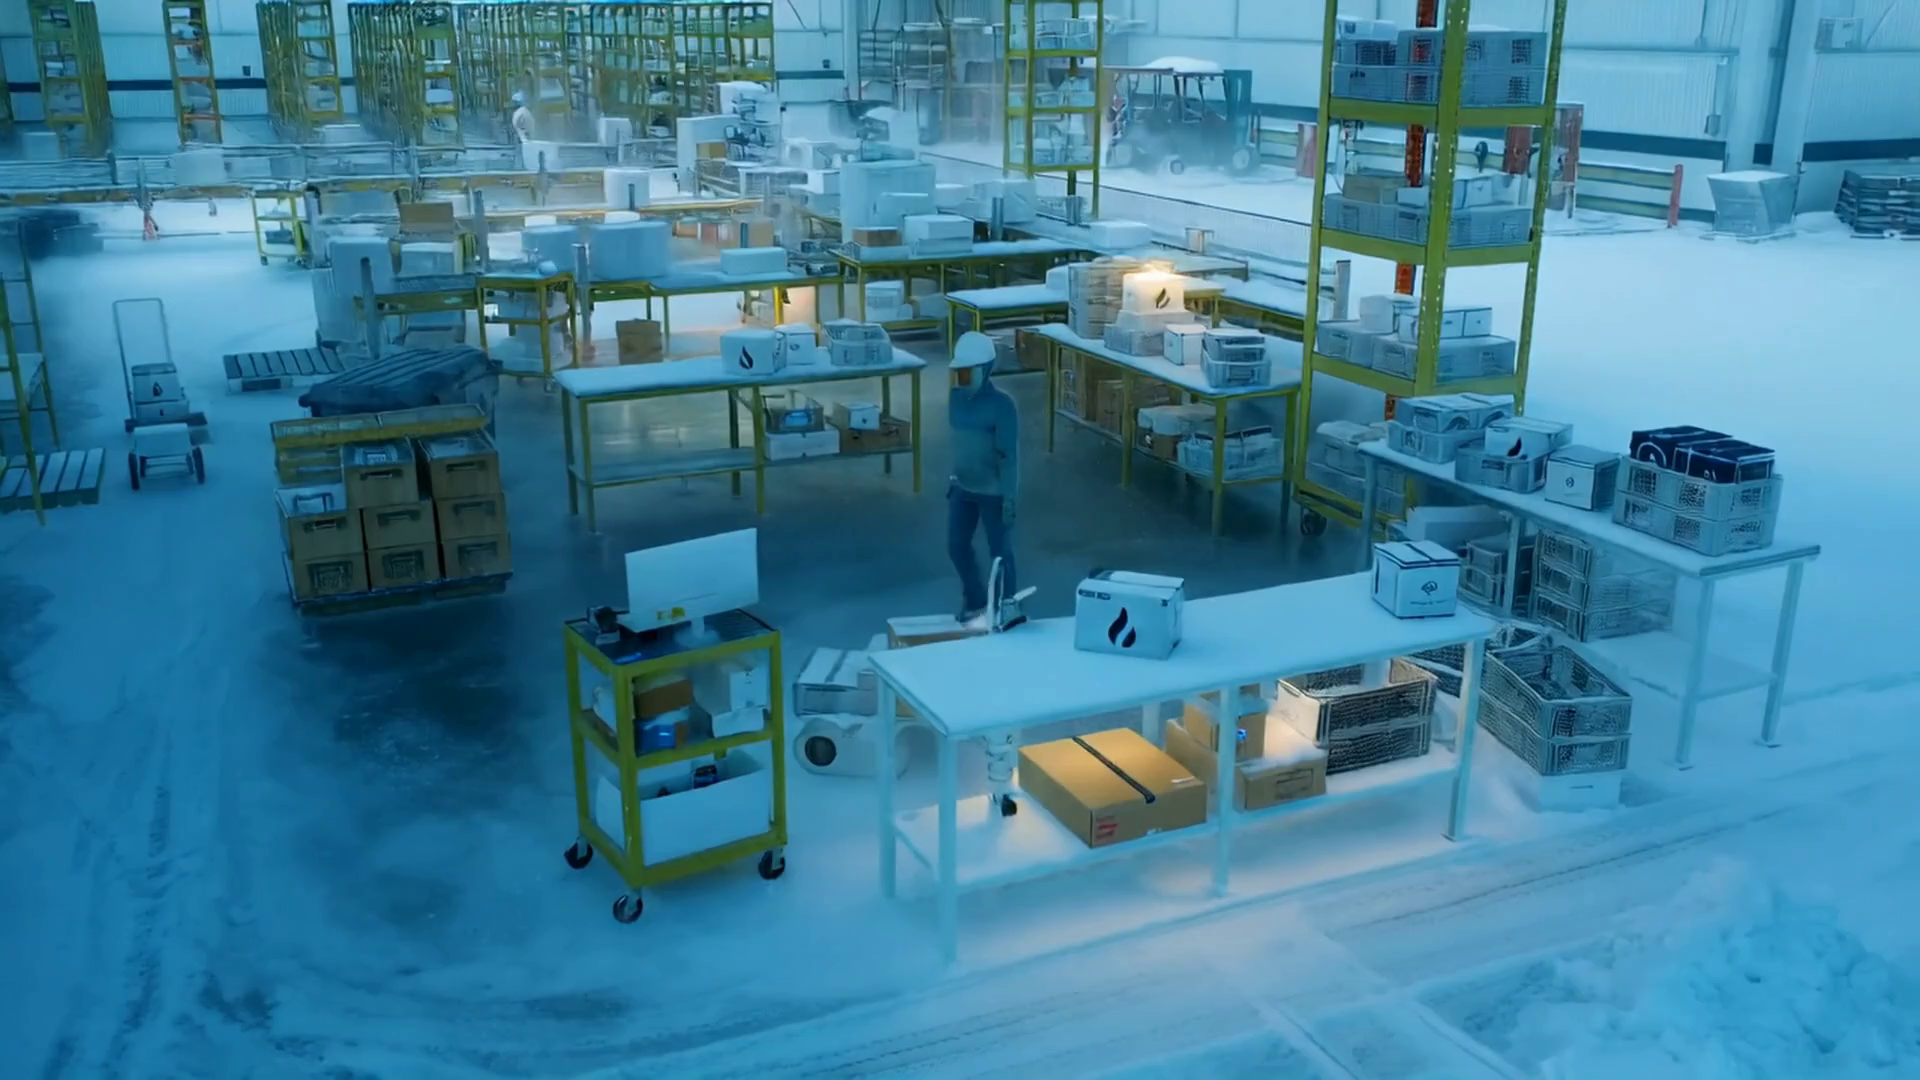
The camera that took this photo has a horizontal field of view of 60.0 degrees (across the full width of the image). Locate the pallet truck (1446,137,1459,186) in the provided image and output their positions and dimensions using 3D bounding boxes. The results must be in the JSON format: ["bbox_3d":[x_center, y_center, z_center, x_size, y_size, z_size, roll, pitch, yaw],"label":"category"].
[{"bbox_3d":[9.184,-6.485,29.328,1.630,1.274,0.653,-8,19,-23],"label":"pallet truck"}]

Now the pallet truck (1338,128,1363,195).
[{"bbox_3d":[7.845,-7.140,31.411,1.522,1.261,0.704,-9,20,-25],"label":"pallet truck"}]

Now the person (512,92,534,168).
[{"bbox_3d":[-8.953,-8.354,34.418,0.854,1.804,0.604,-10,20,-28],"label":"person"}]

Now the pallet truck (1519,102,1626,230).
[{"bbox_3d":[9.972,-6.037,26.785,1.885,1.965,0.823,-9,20,-25],"label":"pallet truck"}]

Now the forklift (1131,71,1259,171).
[{"bbox_3d":[4.998,-8.936,35.413,2.680,1.987,1.157,-9,20,-25],"label":"forklift"}]

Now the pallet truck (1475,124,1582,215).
[{"bbox_3d":[9.707,-6.455,28.103,1.885,1.965,0.823,-7,19,-20],"label":"pallet truck"}]

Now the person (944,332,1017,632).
[{"bbox_3d":[0.096,-0.259,8.989,0.357,1.759,0.541,-15,23,-39],"label":"person"}]

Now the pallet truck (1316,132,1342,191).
[{"bbox_3d":[7.723,-7.504,32.656,1.601,1.201,0.680,-8,19,-23],"label":"pallet truck"}]

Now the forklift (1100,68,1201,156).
[{"bbox_3d":[4.082,-9.564,37.410,2.680,1.987,1.157,-8,19,-23],"label":"forklift"}]

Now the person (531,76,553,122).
[{"bbox_3d":[-11.247,-11.553,44.509,0.790,1.783,0.588,6,19,19],"label":"person"}]
